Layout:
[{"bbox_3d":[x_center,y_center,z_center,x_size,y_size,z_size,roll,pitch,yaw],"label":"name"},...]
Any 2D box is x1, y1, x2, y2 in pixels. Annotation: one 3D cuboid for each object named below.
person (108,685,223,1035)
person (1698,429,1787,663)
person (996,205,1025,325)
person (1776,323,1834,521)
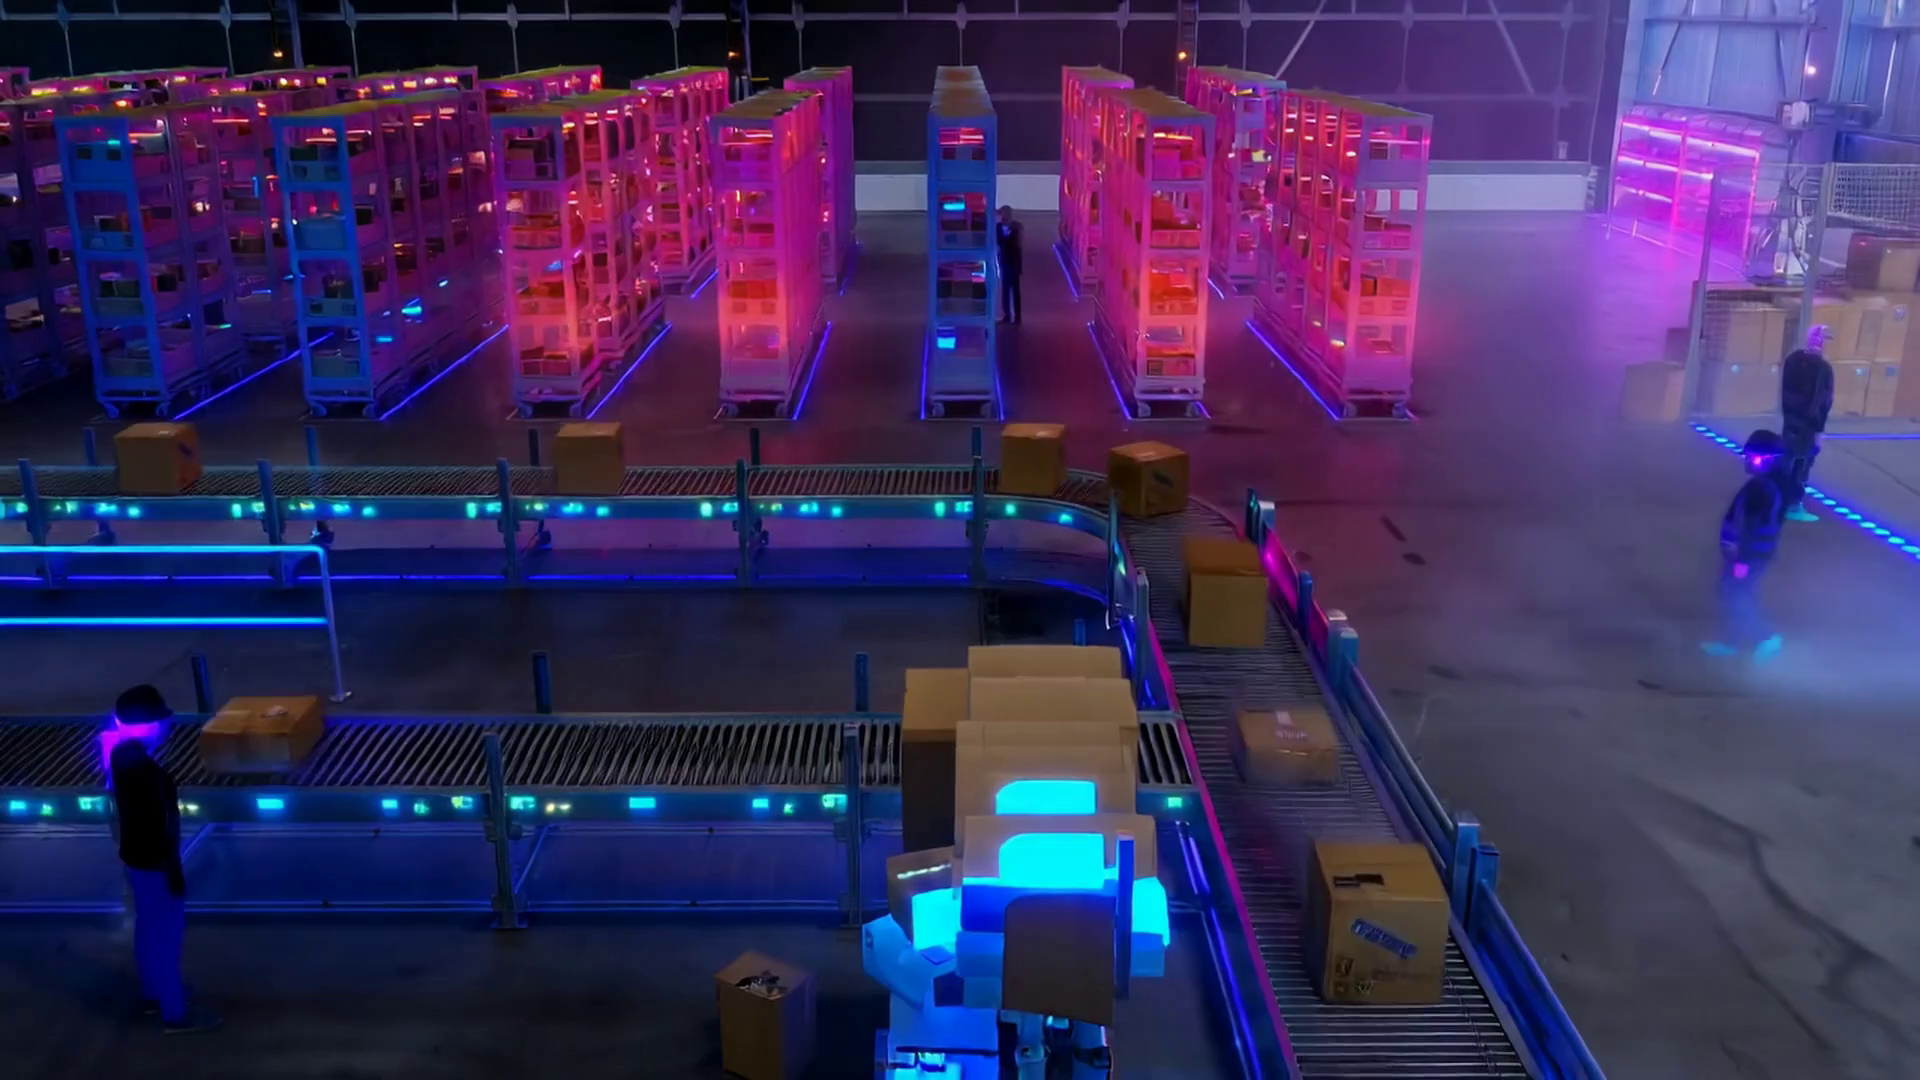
[{"bbox_3d":[-3.875,1.534,8.060,0.329,1.765,0.533,-16,24,-40],"label":"person"},{"bbox_3d":[5.964,0.064,12.493,0.523,1.819,0.614,11,21,30],"label":"person"},{"bbox_3d":[0.766,-4.284,25.879,0.569,1.831,0.411,17,25,42],"label":"person"},{"bbox_3d":[8.184,-1.144,16.079,0.411,1.909,0.643,-1,18,-3],"label":"person"}]
